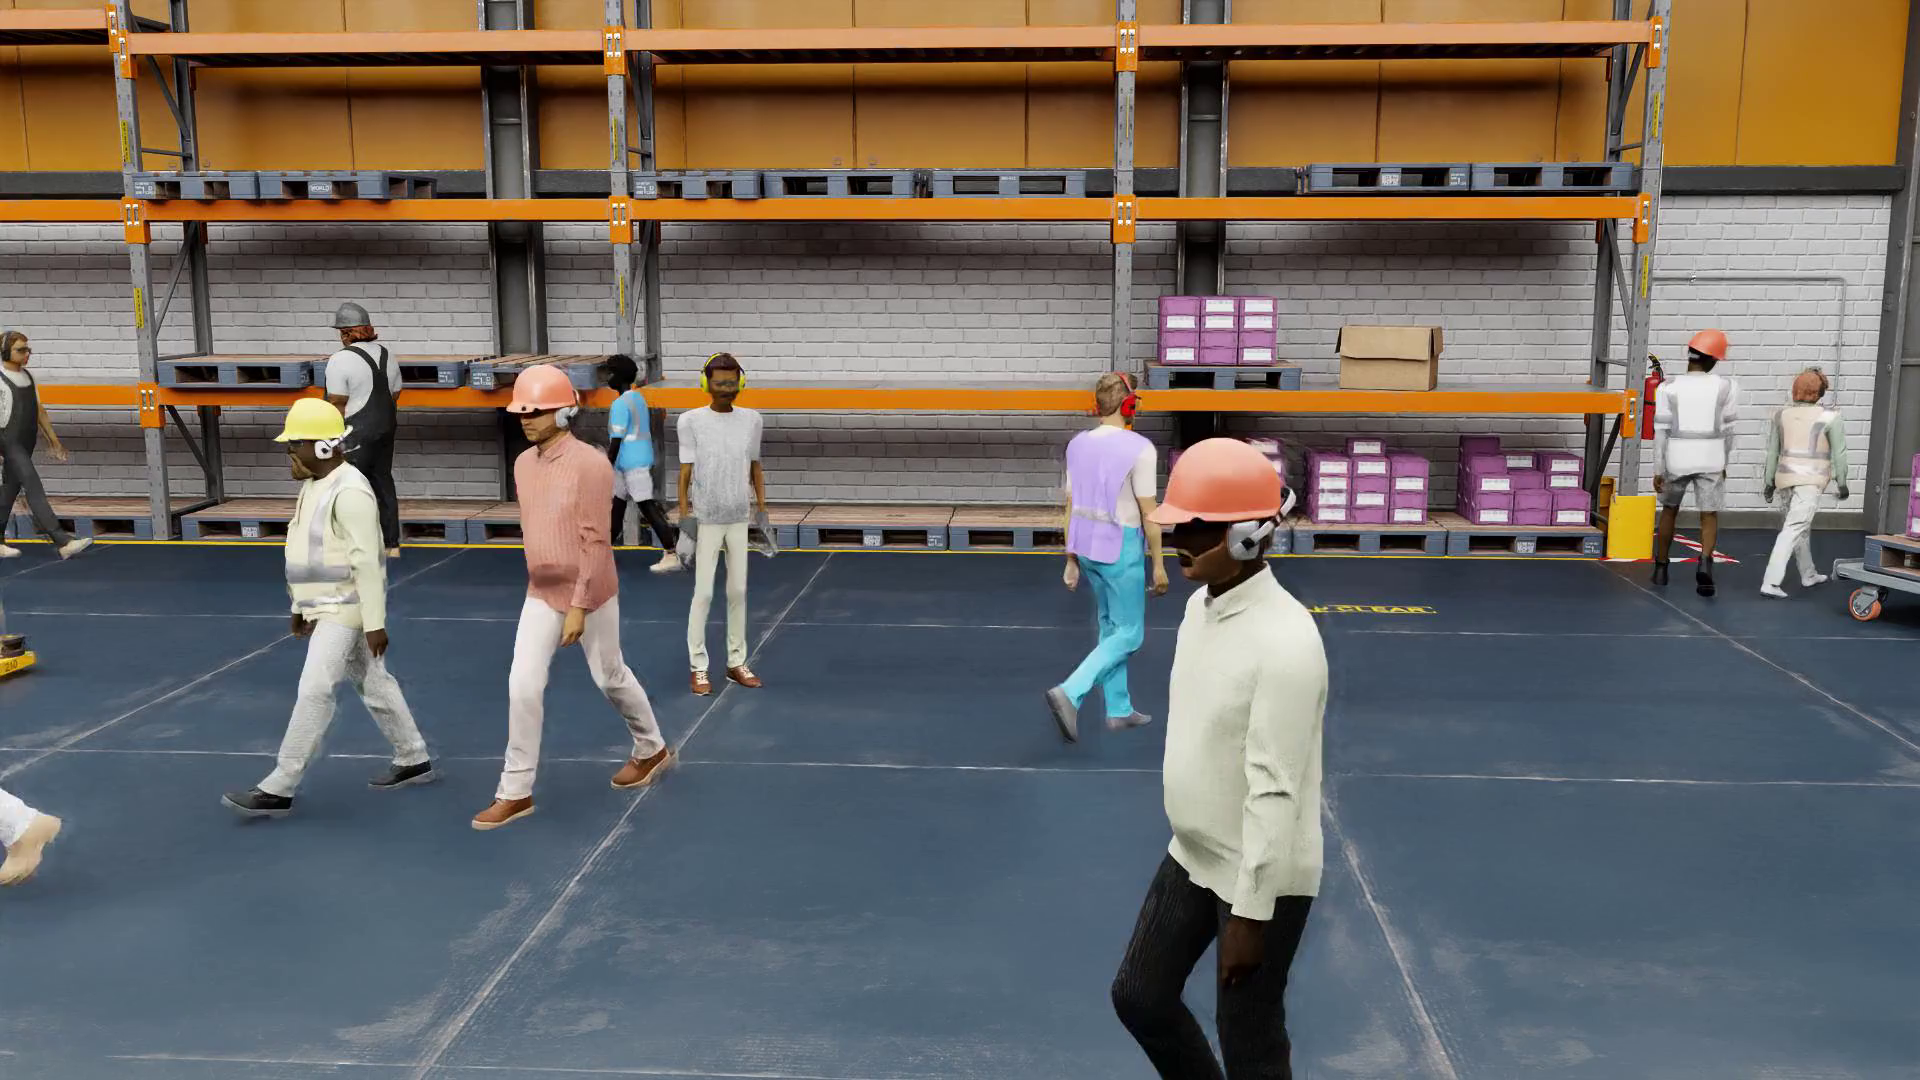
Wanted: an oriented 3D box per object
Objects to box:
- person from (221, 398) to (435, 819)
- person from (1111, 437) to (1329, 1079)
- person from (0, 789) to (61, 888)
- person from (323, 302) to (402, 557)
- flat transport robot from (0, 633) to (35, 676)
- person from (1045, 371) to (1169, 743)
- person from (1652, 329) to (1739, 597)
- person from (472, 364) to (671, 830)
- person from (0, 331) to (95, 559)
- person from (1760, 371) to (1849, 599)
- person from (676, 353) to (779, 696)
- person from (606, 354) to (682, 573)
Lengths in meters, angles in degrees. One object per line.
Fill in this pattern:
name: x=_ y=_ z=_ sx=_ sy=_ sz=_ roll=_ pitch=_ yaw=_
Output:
person: x=-2.731 y=0.280 z=7.167 sx=0.930 sy=1.781 sz=0.625 roll=-6 pitch=12 yaw=-33
person: x=0.604 y=0.751 z=3.846 sx=0.445 sy=1.978 sz=0.616 roll=-3 pitch=10 yaw=-18
person: x=-3.713 y=0.443 z=6.058 sx=0.509 sy=1.829 sz=0.653 roll=-7 pitch=12 yaw=-35
person: x=-4.691 y=-0.841 z=12.962 sx=0.535 sy=2.000 sz=0.683 roll=4 pitch=10 yaw=22
flat transport robot: x=-6.070 y=0.666 z=9.313 sx=1.431 sy=0.197 sz=0.652 roll=1 pitch=10 yaw=6
person: x=0.696 y=0.092 z=8.127 sx=0.717 sy=1.827 sz=0.573 roll=-7 pitch=12 yaw=-36
person: x=5.162 y=-0.552 z=11.738 sx=0.543 sy=1.879 sz=0.841 roll=4 pitch=11 yaw=23
person: x=-1.637 y=0.207 z=7.157 sx=0.602 sy=1.944 sz=1.001 roll=6 pitch=11 yaw=31
person: x=-7.313 y=-0.734 z=13.040 sx=0.960 sy=1.793 sz=0.539 roll=0 pitch=10 yaw=0
person: x=5.914 y=-0.392 z=11.682 sx=0.903 sy=1.583 sz=0.506 roll=-5 pitch=11 yaw=-28
person: x=-1.270 y=-0.092 z=9.101 sx=0.591 sy=1.866 sz=0.350 roll=-6 pitch=11 yaw=-30
person: x=-2.502 y=-0.570 z=12.519 sx=0.892 sy=1.644 sz=0.546 roll=1 pitch=10 yaw=3
